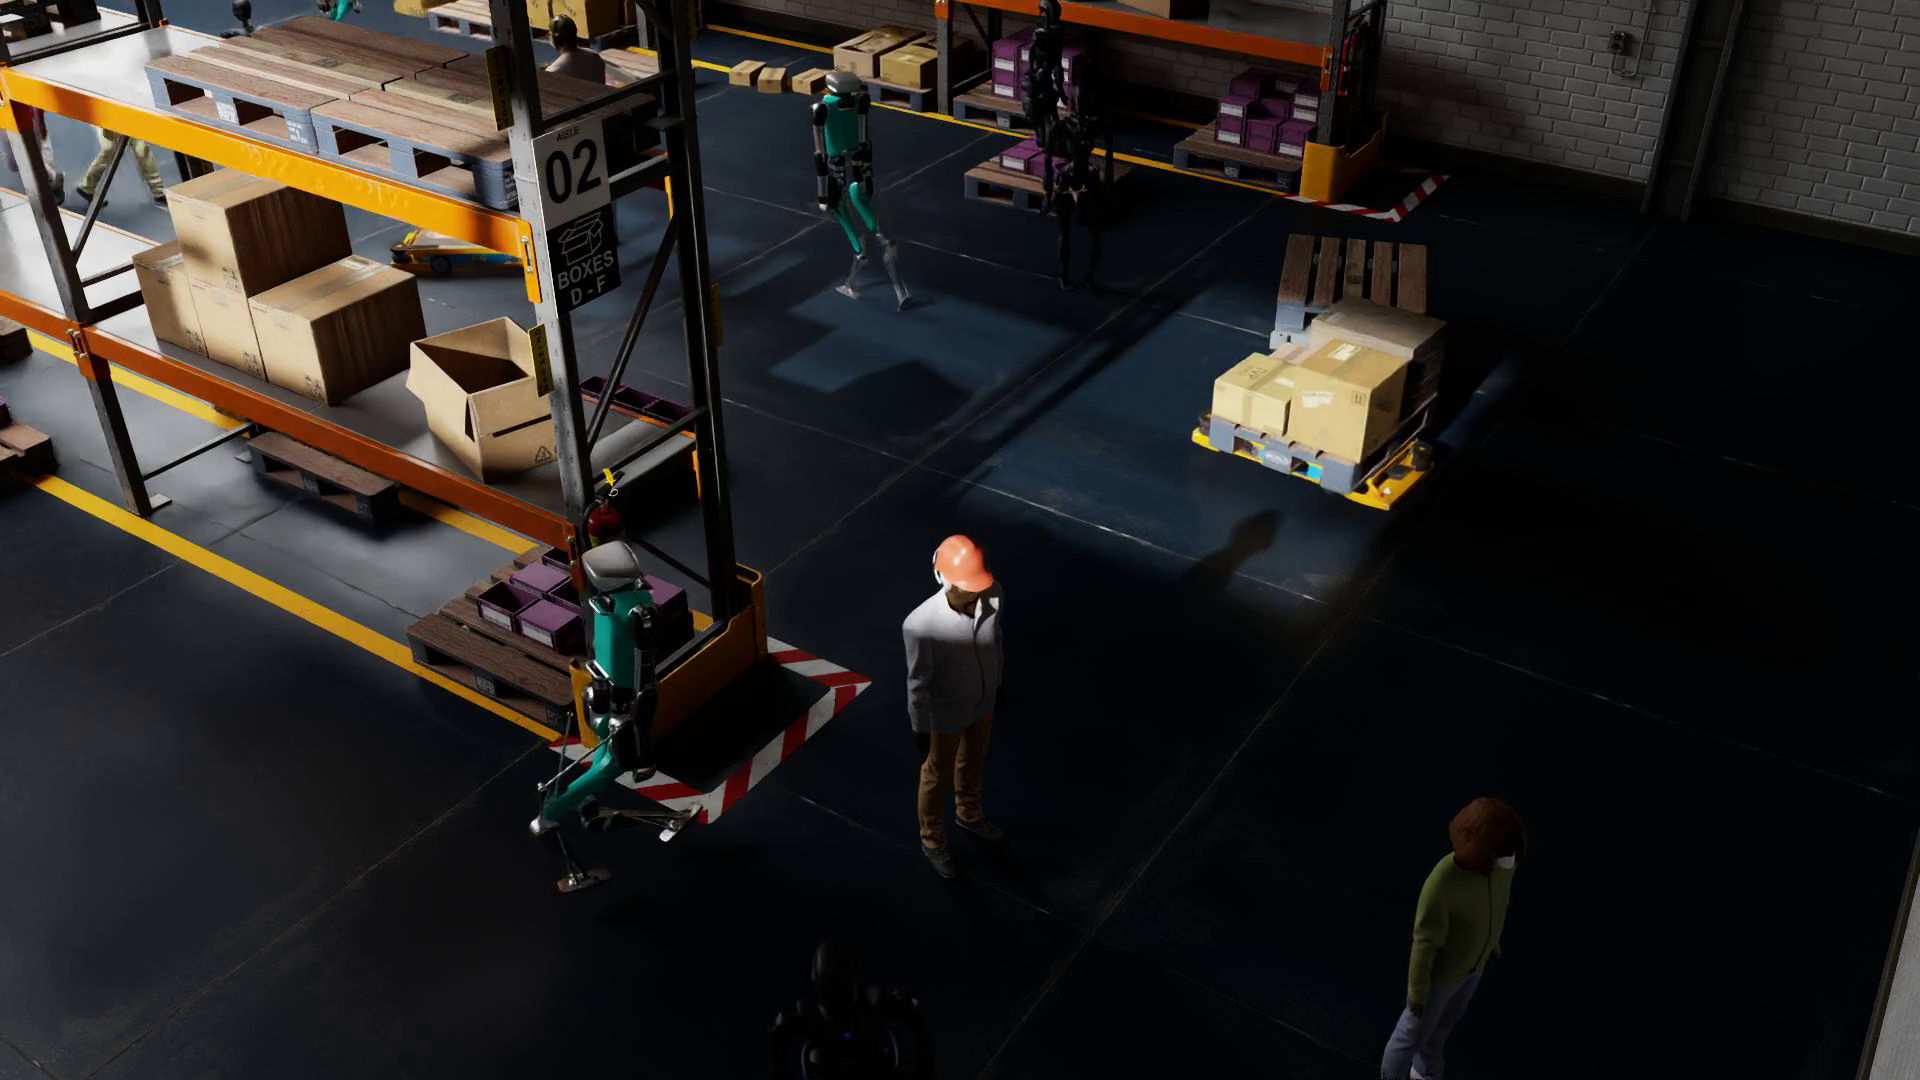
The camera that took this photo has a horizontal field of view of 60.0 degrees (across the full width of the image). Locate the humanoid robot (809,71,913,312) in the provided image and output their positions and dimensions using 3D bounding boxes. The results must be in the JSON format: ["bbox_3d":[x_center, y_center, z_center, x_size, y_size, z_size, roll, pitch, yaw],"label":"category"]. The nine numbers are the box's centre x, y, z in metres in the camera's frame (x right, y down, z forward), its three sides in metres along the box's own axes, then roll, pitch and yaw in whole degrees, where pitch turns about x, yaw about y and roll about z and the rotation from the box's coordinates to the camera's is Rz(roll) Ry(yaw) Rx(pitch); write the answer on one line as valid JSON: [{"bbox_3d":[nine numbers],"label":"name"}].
[{"bbox_3d":[-0.671,-2.534,12.473,0.548,1.825,0.880,-28,42,-36],"label":"humanoid robot"}]

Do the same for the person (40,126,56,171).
[{"bbox_3d":[-8.521,-4.124,14.800,0.701,1.811,0.470,0,33,-1],"label":"person"}]

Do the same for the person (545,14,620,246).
[{"bbox_3d":[-3.028,-3.216,13.288,0.353,1.936,0.634,16,36,23],"label":"person"}]

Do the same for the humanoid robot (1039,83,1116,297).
[{"bbox_3d":[0.903,-2.650,12.657,0.593,1.643,0.523,-7,34,-11],"label":"humanoid robot"}]

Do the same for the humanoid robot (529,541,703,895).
[{"bbox_3d":[-1.598,0.850,7.198,0.990,1.727,0.547,-20,38,-28],"label":"humanoid robot"}]

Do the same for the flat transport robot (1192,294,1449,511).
[{"bbox_3d":[2.297,-0.617,10.822,1.431,0.231,0.659,24,40,32],"label":"flat transport robot"}]

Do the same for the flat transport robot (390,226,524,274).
[{"bbox_3d":[-3.859,-2.412,13.580,1.431,0.231,0.659,-1,33,-2],"label":"flat transport robot"}]

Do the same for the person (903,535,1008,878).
[{"bbox_3d":[0.010,0.719,7.405,0.574,1.749,0.334,-28,43,-36],"label":"person"}]

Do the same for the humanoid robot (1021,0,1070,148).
[{"bbox_3d":[0.680,-3.959,14.665,0.451,1.638,0.598,20,38,27],"label":"humanoid robot"}]

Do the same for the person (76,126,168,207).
[{"bbox_3d":[-7.275,-3.654,14.158,0.830,1.718,0.572,-1,33,-2],"label":"person"}]

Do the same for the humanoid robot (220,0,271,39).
[{"bbox_3d":[-6.172,-3.944,14.699,0.614,1.648,0.592,-21,38,-29],"label":"humanoid robot"}]

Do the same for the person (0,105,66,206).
[{"bbox_3d":[-7.825,-3.545,13.806,0.503,1.929,0.775,3,33,5],"label":"person"}]

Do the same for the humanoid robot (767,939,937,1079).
[{"bbox_3d":[-0.337,1.900,5.691,0.601,1.613,0.685,-6,34,-9],"label":"humanoid robot"}]

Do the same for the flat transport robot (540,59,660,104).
[{"bbox_3d":[-3.711,-4.651,17.021,0.659,0.231,1.431,-22,39,-30],"label":"flat transport robot"}]

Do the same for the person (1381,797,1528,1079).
[{"bbox_3d":[1.839,1.583,6.186,0.501,1.632,0.275,-22,39,-30],"label":"person"}]

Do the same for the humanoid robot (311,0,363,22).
[{"bbox_3d":[-6.605,-5.631,17.202,0.915,1.785,0.542,21,38,29],"label":"humanoid robot"}]
